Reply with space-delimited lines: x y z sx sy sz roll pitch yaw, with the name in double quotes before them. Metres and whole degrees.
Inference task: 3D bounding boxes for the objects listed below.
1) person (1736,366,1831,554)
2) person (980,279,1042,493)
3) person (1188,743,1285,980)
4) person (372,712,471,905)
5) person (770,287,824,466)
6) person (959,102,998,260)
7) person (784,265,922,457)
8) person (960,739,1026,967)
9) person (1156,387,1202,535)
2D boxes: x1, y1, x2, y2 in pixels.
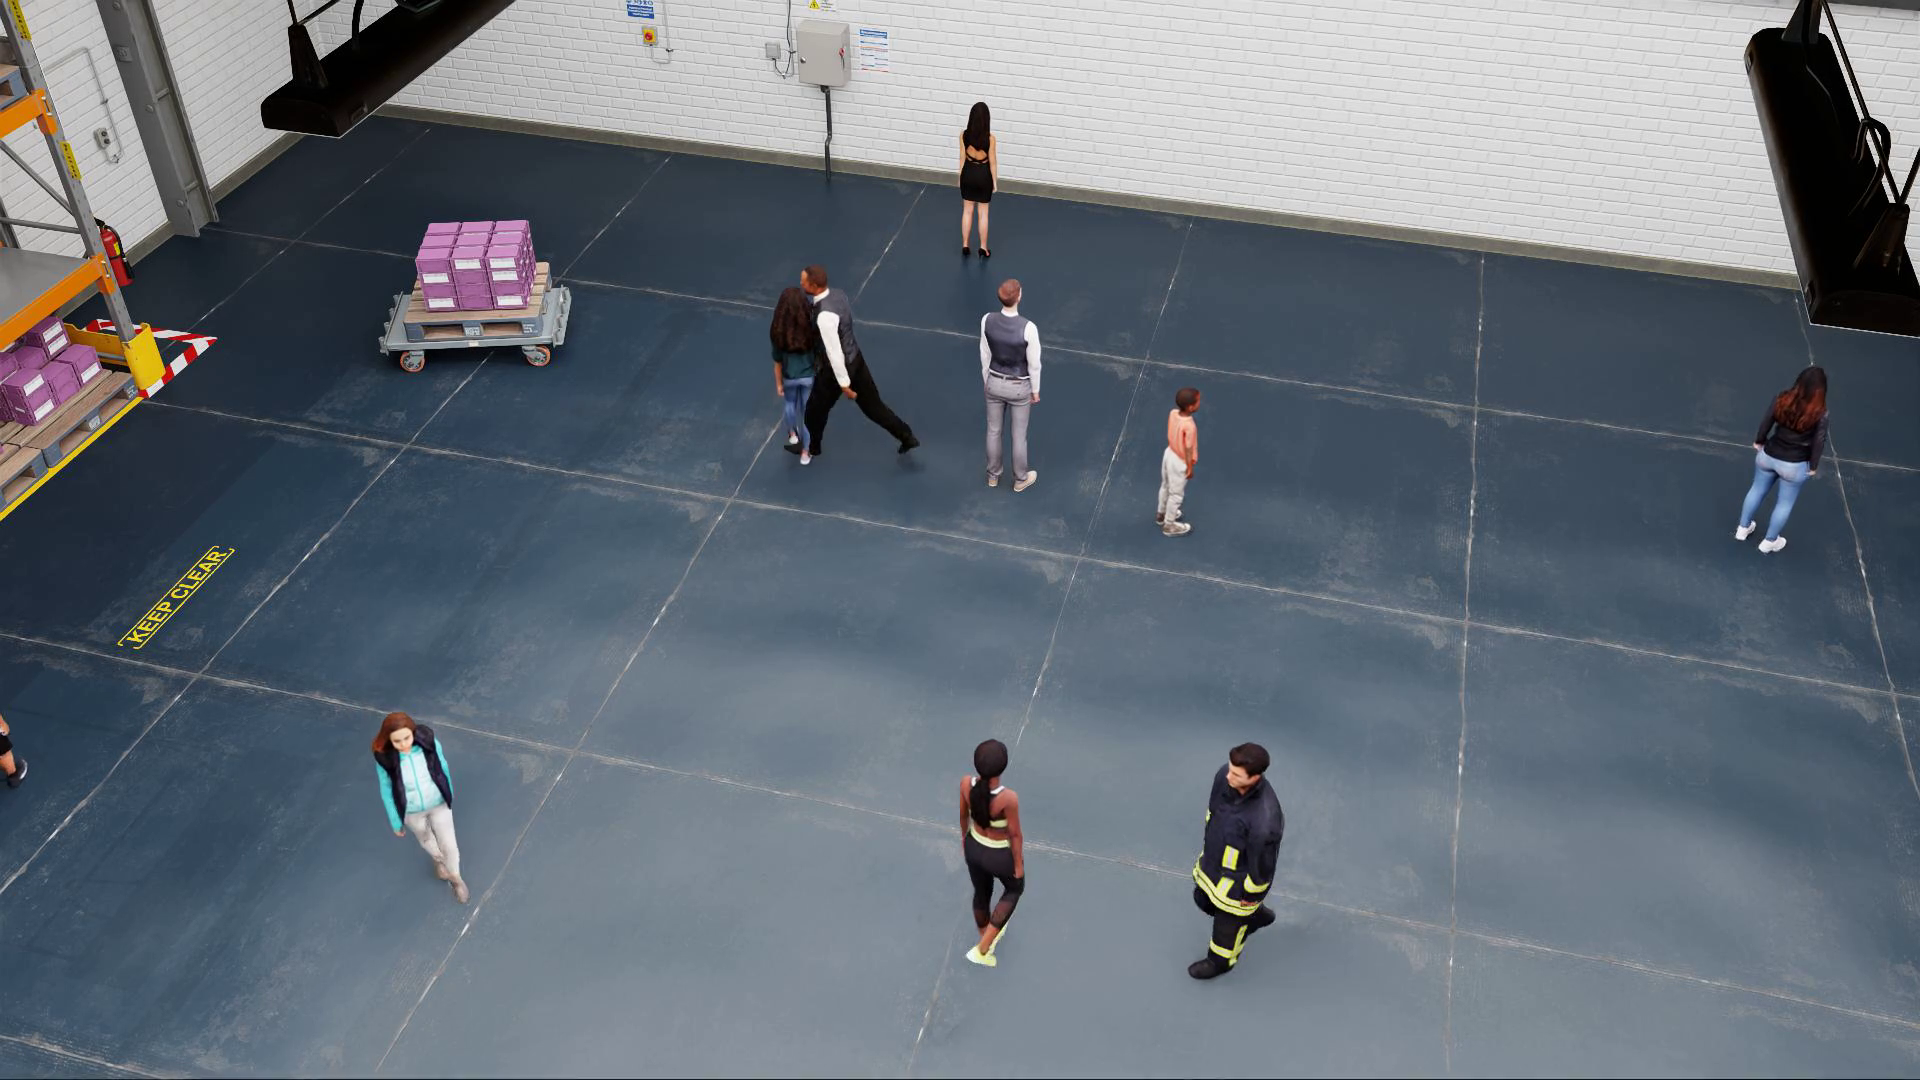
"person" 6.385 -0.630 12.889 0.760 1.630 0.748 -25 45 -28
"person" 0.397 -1.253 13.423 0.681 1.938 0.605 14 41 17
"person" 1.673 1.821 9.591 1.066 1.916 0.998 -12 40 -15
"person" -3.341 1.564 10.263 0.800 1.480 0.862 -19 42 -22
"person" -1.321 -1.319 13.776 0.732 1.600 0.864 -1 39 -2
"person" 0.167 -3.559 16.544 0.547 1.646 0.477 10 40 13
"person" -0.865 -1.373 13.652 0.810 1.840 1.356 9 40 11
"person" 0.140 1.884 9.649 0.691 1.746 0.793 21 43 24
"person" 1.716 -0.635 13.155 0.605 1.306 0.528 -11 40 -14
